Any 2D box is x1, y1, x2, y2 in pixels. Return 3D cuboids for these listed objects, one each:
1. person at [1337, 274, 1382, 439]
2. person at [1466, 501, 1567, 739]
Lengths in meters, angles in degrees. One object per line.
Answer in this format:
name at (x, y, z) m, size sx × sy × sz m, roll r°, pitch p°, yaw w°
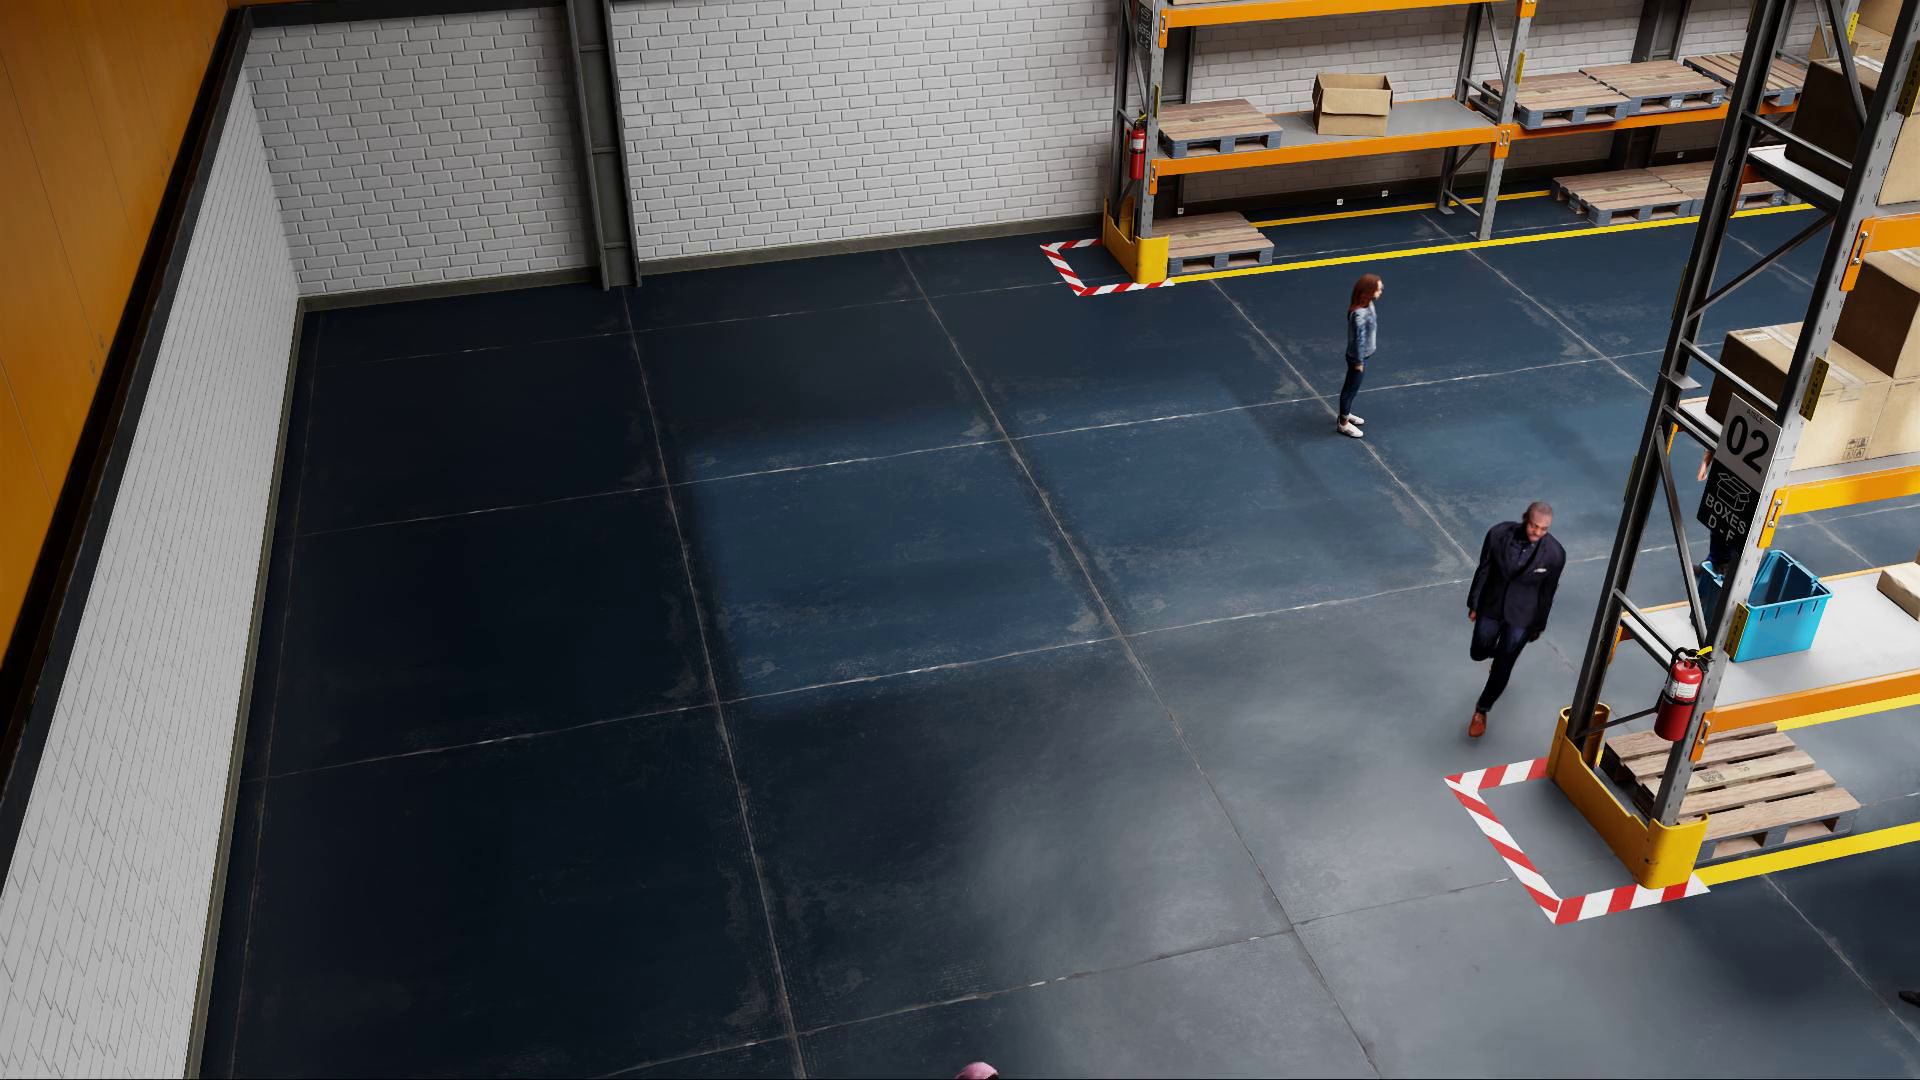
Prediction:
person at (3.459, -1.626, 14.475) m, size 0.652 × 1.478 × 0.640 m, roll 9°, pitch 35°, yaw 13°
person at (3.678, 0.462, 11.052) m, size 1.048 × 1.791 × 1.143 m, roll 23°, pitch 40°, yaw 31°
